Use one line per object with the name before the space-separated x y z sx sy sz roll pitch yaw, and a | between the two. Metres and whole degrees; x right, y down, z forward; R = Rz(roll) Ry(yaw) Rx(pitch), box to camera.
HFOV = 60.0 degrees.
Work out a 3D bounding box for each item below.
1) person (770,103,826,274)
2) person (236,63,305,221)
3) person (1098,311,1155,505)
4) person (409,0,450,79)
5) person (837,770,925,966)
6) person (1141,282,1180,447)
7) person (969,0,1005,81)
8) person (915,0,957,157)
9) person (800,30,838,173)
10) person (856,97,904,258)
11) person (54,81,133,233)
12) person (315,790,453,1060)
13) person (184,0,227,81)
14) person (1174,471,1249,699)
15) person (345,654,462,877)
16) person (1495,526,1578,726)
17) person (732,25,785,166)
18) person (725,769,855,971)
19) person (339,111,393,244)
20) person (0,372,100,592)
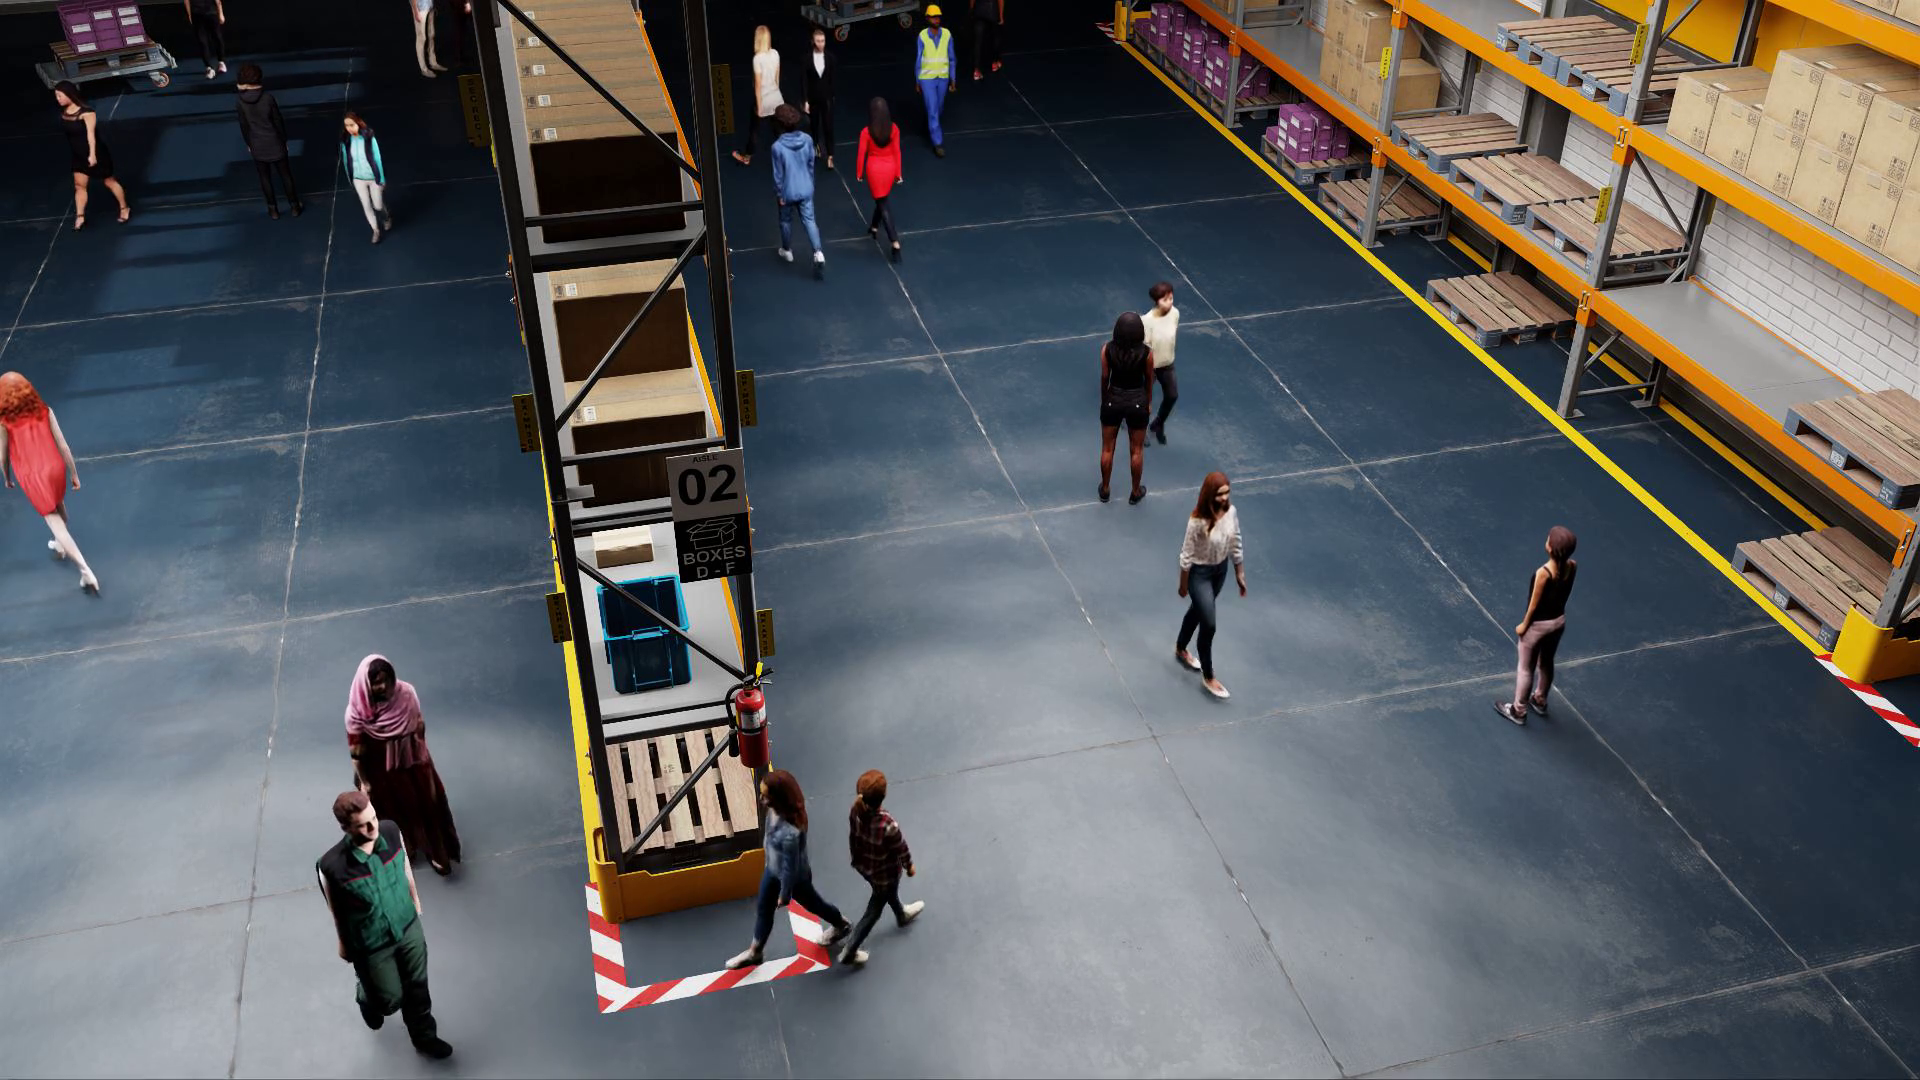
person | -1.702 -3.694 17.604 0.788 1.780 1.149 -14 36 -20
person | -7.845 -4.505 18.823 0.614 1.781 0.586 -7 34 -11
person | 1.362 -1.092 13.725 0.666 1.741 0.661 6 34 9
person | -7.489 -7.429 23.163 0.793 1.847 0.691 11 35 17
person | -0.517 1.916 9.614 0.855 1.282 0.941 -26 41 -33
person | 1.669 -1.557 14.573 0.645 1.576 0.648 -15 37 -22
person | 0.342 -7.203 22.890 1.068 1.773 1.291 9 35 13
person | -0.341 -5.766 20.715 0.743 1.787 1.183 -13 36 -18
person | -1.736 -5.354 20.215 0.652 1.654 1.067 -6 34 -9
person | -0.816 -3.865 17.933 0.750 1.700 1.139 -14 36 -20
person | -9.656 -4.316 18.627 0.976 1.683 1.063 14 36 20
person | -3.135 2.053 8.912 1.019 1.831 0.930 23 40 31
person | -10.500 -7.369 23.171 0.641 1.739 0.856 -9 35 -13
person | 1.688 0.215 11.793 0.785 1.702 0.980 -23 40 -31
person | -3.514 1.325 10.199 0.776 1.618 0.879 -19 38 -26
person | 3.993 0.576 11.374 0.574 1.564 0.568 -15 36 -21
person | -2.208 -5.172 19.823 1.211 1.784 1.043 24 41 32
person | -0.897 1.876 9.527 0.773 1.444 1.001 -14 36 -20
person | -6.539 -4.043 18.394 0.649 1.488 0.719 -1 34 -1
person | -6.967 -0.415 12.680 1.174 1.770 1.003 26 41 33
